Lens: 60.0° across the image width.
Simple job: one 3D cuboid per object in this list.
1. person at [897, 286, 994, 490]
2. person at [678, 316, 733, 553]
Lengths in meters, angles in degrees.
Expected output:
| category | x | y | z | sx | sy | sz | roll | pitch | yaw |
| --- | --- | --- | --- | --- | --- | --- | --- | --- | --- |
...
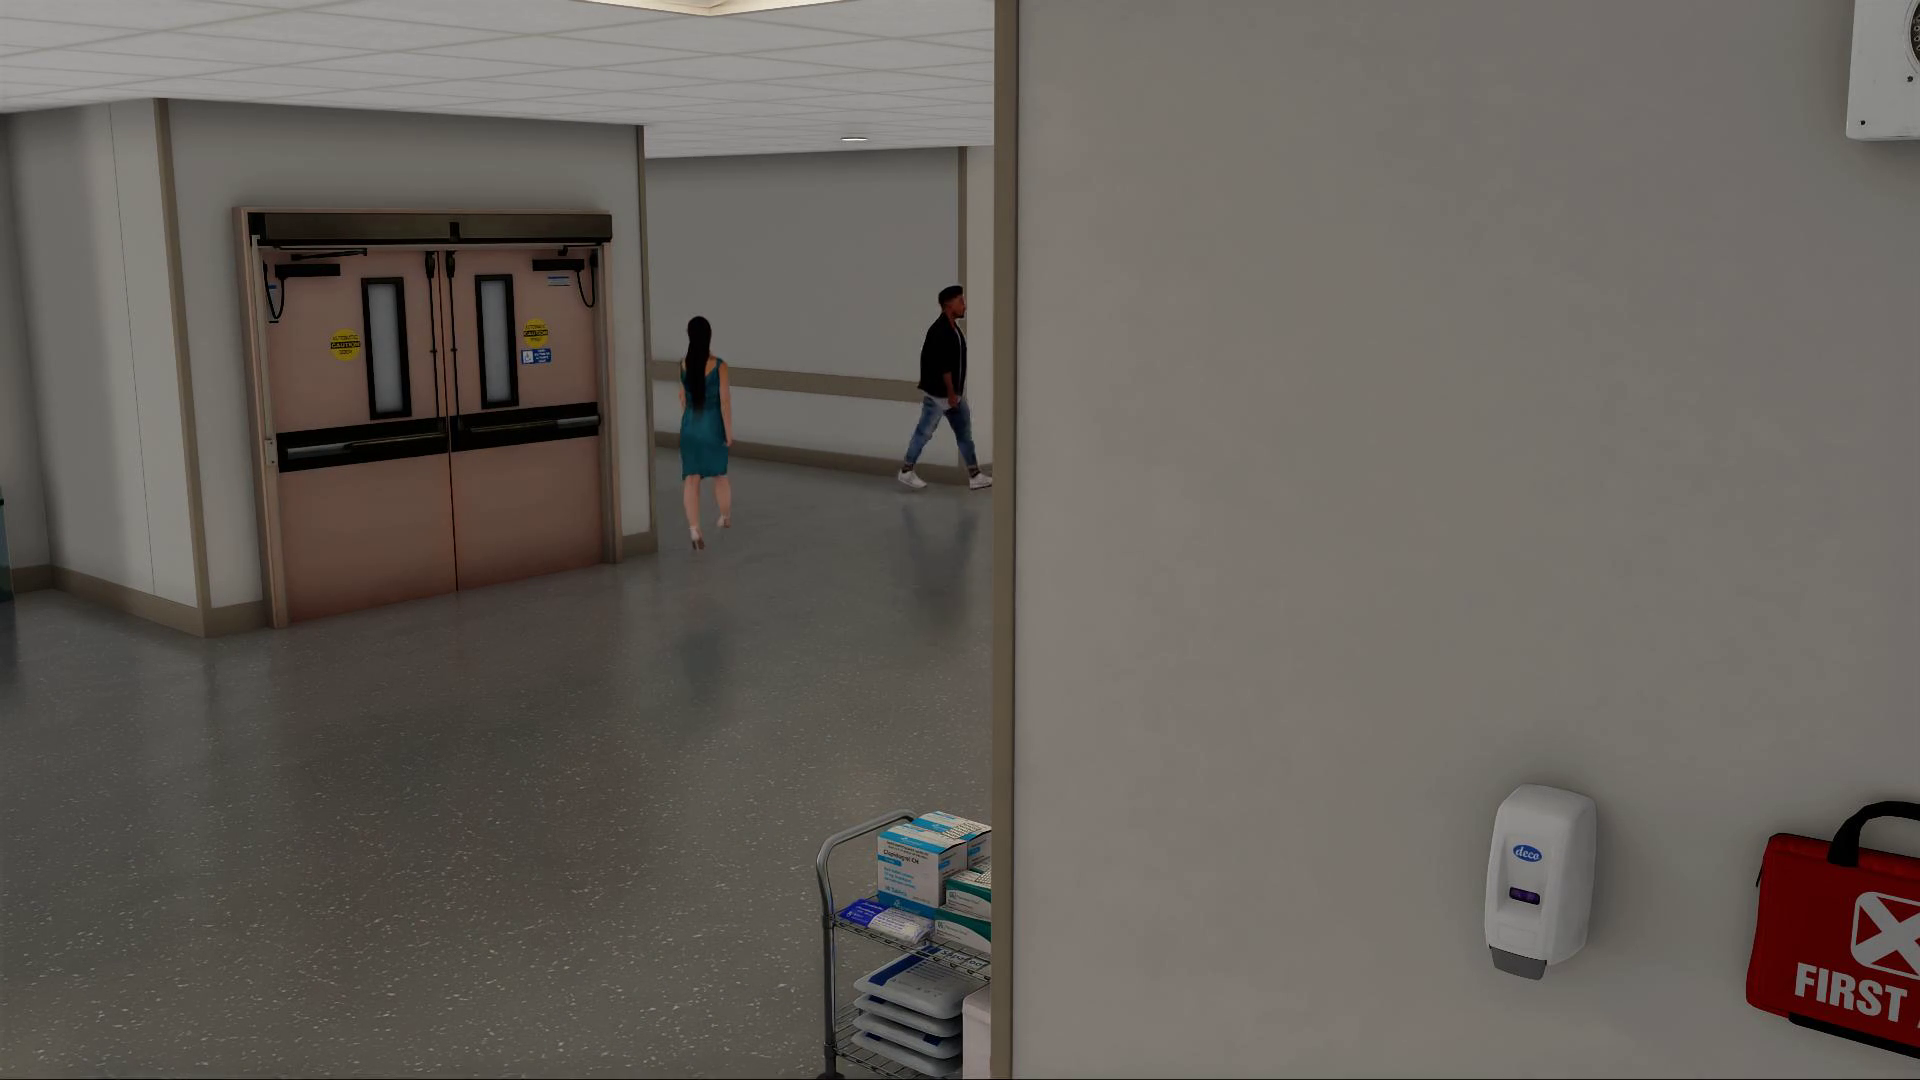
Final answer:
| category | x | y | z | sx | sy | sz | roll | pitch | yaw |
| --- | --- | --- | --- | --- | --- | --- | --- | --- | --- |
| person | -0.235 | -1.283 | 14.463 | 0.926 | 1.756 | 1.204 | 6 | 12 | 27 |
| person | -1.843 | -0.694 | 11.710 | 0.962 | 1.626 | 1.142 | 1 | 11 | 7 |
